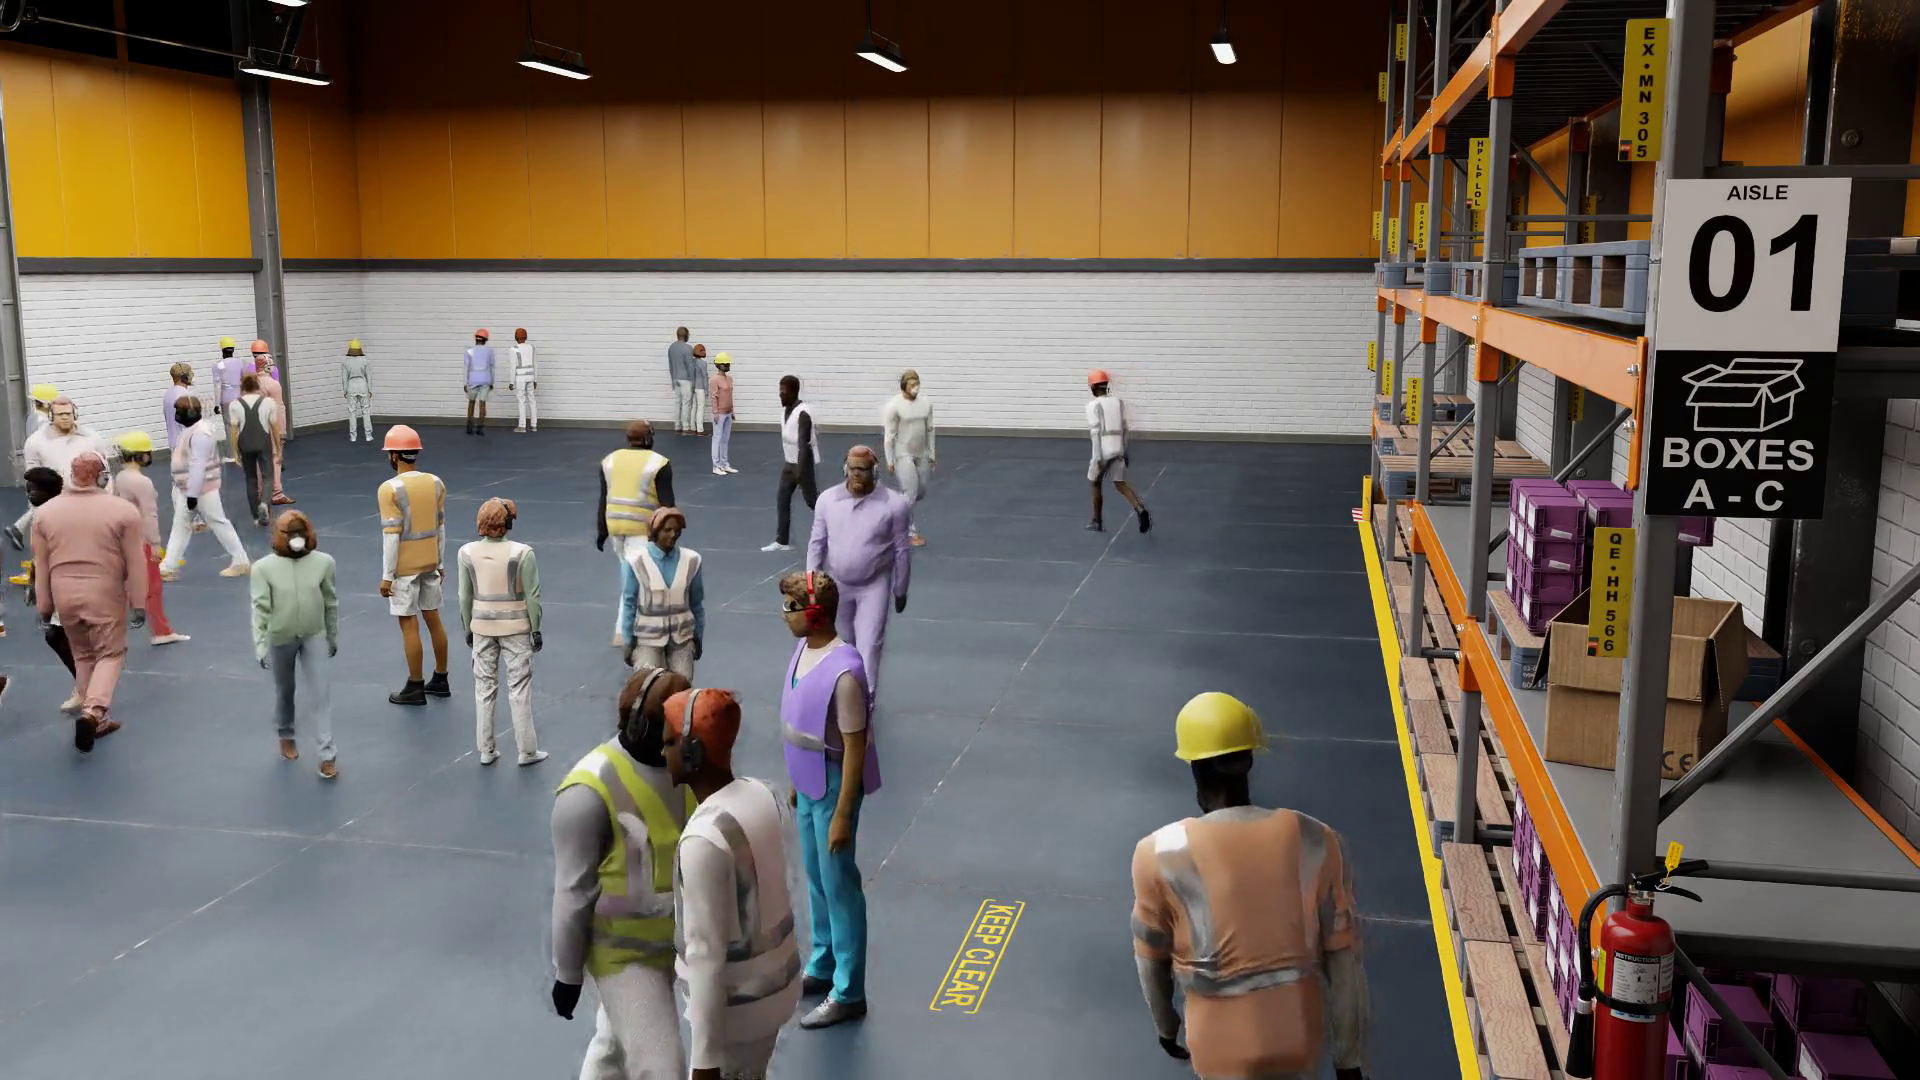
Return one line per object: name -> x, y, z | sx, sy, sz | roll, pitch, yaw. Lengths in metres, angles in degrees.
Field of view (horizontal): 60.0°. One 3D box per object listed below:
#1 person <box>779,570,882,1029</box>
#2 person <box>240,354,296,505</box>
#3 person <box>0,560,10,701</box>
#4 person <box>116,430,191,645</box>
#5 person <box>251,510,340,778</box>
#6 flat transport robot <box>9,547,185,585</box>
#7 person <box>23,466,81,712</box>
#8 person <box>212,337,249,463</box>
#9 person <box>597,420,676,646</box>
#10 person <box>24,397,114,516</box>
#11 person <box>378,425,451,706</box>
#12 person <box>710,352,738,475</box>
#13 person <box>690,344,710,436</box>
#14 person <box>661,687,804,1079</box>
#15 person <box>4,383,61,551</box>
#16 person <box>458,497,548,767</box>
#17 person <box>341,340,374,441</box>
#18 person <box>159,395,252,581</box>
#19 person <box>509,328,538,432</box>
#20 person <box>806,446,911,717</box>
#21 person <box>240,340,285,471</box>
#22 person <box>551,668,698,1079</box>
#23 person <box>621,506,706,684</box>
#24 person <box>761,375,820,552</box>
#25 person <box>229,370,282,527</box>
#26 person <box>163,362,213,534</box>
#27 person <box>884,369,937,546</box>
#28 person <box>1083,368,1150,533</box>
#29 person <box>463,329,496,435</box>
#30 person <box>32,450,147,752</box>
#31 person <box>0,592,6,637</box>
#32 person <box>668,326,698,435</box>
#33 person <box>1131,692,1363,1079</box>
person -> -0.527, 1.021, 6.673 | 0.391, 1.838, 0.563 | -4, 10, -23
person -> -8.742, -1.395, 21.022 | 0.651, 1.906, 0.403 | 4, 10, 25
person -> -6.396, 0.343, 10.703 | 0.544, 1.858, 0.532 | 1, 10, 9
person -> -6.475, 0.011, 13.029 | 0.535, 1.741, 0.725 | 9, 13, 43
person -> -3.964, 0.602, 9.956 | 0.508, 1.584, 0.887 | -6, 11, -31
flat transport robot -> -8.344, 0.236, 16.112 | 0.652, 0.197, 1.431 | 4, 10, 24
person -> -6.105, 0.337, 11.250 | 0.543, 1.678, 0.430 | 8, 12, 40
person -> -11.145, -2.141, 25.452 | 0.365, 1.927, 0.588 | 7, 11, 34
person -> -2.628, -0.067, 13.439 | 0.644, 1.788, 0.820 | 4, 10, 22
person -> -7.714, -0.298, 14.499 | 0.648, 1.885, 0.727 | -8, 13, -41
person -> -3.801, 0.172, 11.490 | 0.375, 1.935, 0.551 | 5, 11, 27
person -> -3.421, -1.828, 24.052 | 0.308, 1.769, 0.525 | 4, 10, 22
person -> -4.638, -2.667, 29.538 | 0.496, 1.626, 0.287 | 9, 13, 42
person -> -0.561, 1.333, 4.714 | 0.594, 1.864, 0.585 | 2, 10, 13
person -> -9.566, -0.729, 17.321 | 0.718, 1.808, 0.605 | -8, 12, -39
person -> -2.764, 0.561, 10.039 | 0.512, 1.641, 0.309 | 1, 10, 8
person -> -10.344, -2.564, 28.558 | 0.487, 1.744, 0.295 | -3, 10, -18
person -> -7.326, -0.492, 15.946 | 0.981, 1.792, 0.648 | -7, 12, -36
person -> -7.890, -2.883, 30.058 | 0.355, 1.883, 0.573 | 8, 12, 40
person -> -0.679, 0.307, 10.937 | 0.645, 1.854, 1.007 | 3, 10, 16
person -> -10.152, -1.941, 24.219 | 0.551, 1.936, 0.356 | -1, 9, -5
person -> -0.924, 1.285, 5.232 | 0.980, 1.783, 0.637 | 5, 10, 26
person -> -1.771, 0.594, 9.877 | 0.524, 1.622, 0.427 | -5, 11, -28
person -> -1.642, -0.822, 17.667 | 0.936, 1.881, 0.607 | -6, 11, -30
person -> -8.063, -1.026, 19.043 | 0.522, 1.831, 0.704 | -3, 10, -18
person -> -8.737, -1.041, 18.793 | 0.630, 1.940, 0.372 | 8, 12, 40
person -> -0.601, -0.909, 18.072 | 0.638, 1.917, 0.713 | -9, 13, -43
person -> 1.733, -0.978, 18.618 | 0.569, 1.887, 0.916 | -6, 11, -33
person -> -8.566, -2.816, 29.656 | 0.574, 1.883, 0.701 | -3, 10, -19
person -> -5.457, 0.388, 10.401 | 0.662, 1.875, 0.764 | -1, 9, -3
person -> -8.019, -0.183, 13.461 | 0.399, 1.989, 0.622 | -6, 11, -31
person -> -4.918, -2.824, 29.535 | 0.635, 1.939, 0.361 | 9, 13, 43
person -> 0.778, 1.366, 4.576 | 0.583, 1.845, 1.084 | -3, 10, -17
